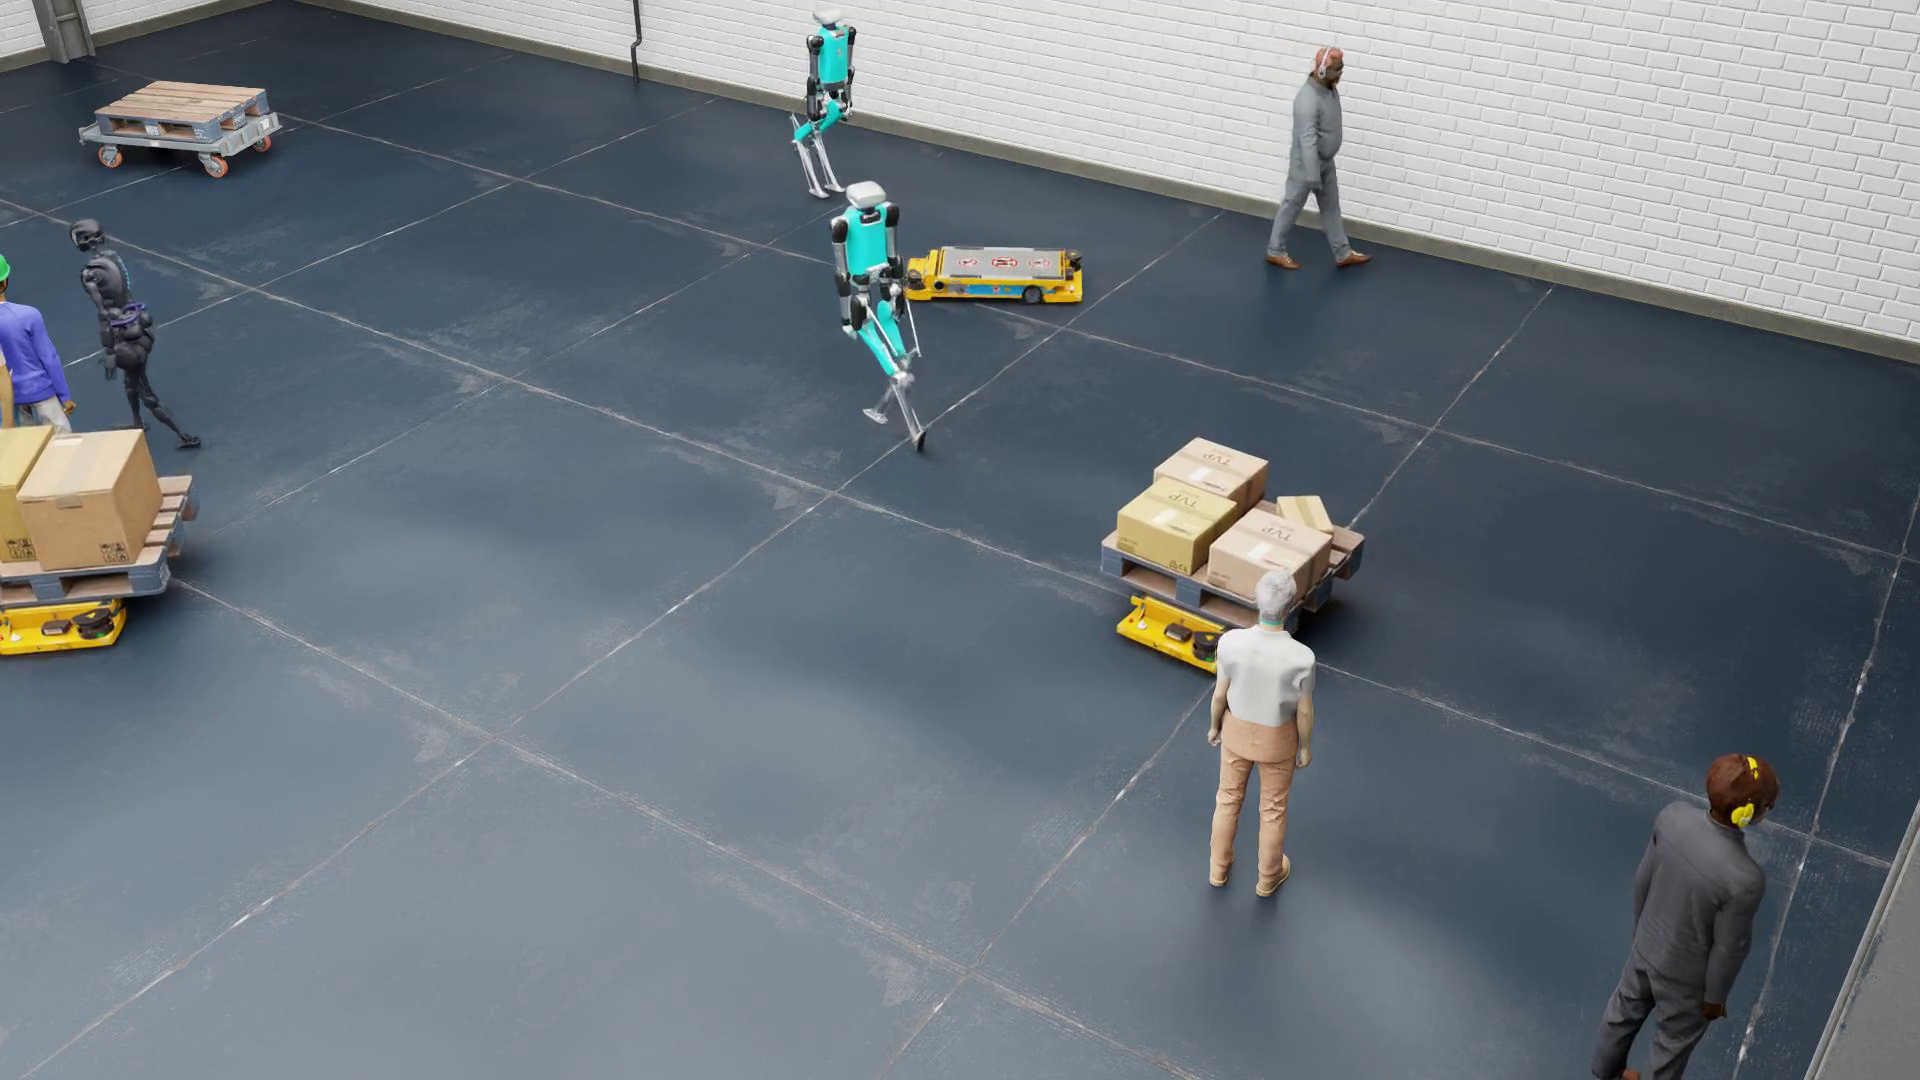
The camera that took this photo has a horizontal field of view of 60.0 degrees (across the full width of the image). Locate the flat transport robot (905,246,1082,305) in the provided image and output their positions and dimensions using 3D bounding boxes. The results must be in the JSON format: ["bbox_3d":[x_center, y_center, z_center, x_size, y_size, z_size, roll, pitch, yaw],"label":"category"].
[{"bbox_3d":[0.282,-2.172,13.636,1.431,0.231,0.659,1,33,2],"label":"flat transport robot"}]

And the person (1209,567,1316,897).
[{"bbox_3d":[1.358,0.885,7.520,0.474,1.738,0.321,12,35,18],"label":"person"}]

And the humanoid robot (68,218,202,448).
[{"bbox_3d":[-5.576,-1.358,11.119,0.666,1.637,0.608,-4,33,-6],"label":"humanoid robot"}]

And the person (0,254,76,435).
[{"bbox_3d":[-5.683,-0.890,10.161,0.458,1.873,0.341,-8,34,-12],"label":"person"}]

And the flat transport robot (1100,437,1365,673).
[{"bbox_3d":[1.588,0.273,9.831,0.659,0.231,1.431,22,39,31],"label":"flat transport robot"}]

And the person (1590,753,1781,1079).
[{"bbox_3d":[2.739,1.575,6.324,0.357,1.873,0.491,-12,35,-18],"label":"person"}]

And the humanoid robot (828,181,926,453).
[{"bbox_3d":[-0.423,-1.454,11.182,0.546,1.782,0.928,-23,39,-31],"label":"humanoid robot"}]

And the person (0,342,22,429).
[{"bbox_3d":[-5.858,-0.831,10.089,0.563,1.847,0.394,27,41,35],"label":"person"}]

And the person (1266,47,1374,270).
[{"bbox_3d":[2.980,-3.056,13.534,0.870,1.864,0.656,18,37,26],"label":"person"}]

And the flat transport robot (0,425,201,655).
[{"bbox_3d":[-5.250,0.188,9.963,0.659,0.231,1.431,-5,33,-8],"label":"flat transport robot"}]

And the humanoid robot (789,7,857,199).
[{"bbox_3d":[-1.292,-3.964,14.989,0.701,1.714,0.530,26,41,35],"label":"humanoid robot"}]
